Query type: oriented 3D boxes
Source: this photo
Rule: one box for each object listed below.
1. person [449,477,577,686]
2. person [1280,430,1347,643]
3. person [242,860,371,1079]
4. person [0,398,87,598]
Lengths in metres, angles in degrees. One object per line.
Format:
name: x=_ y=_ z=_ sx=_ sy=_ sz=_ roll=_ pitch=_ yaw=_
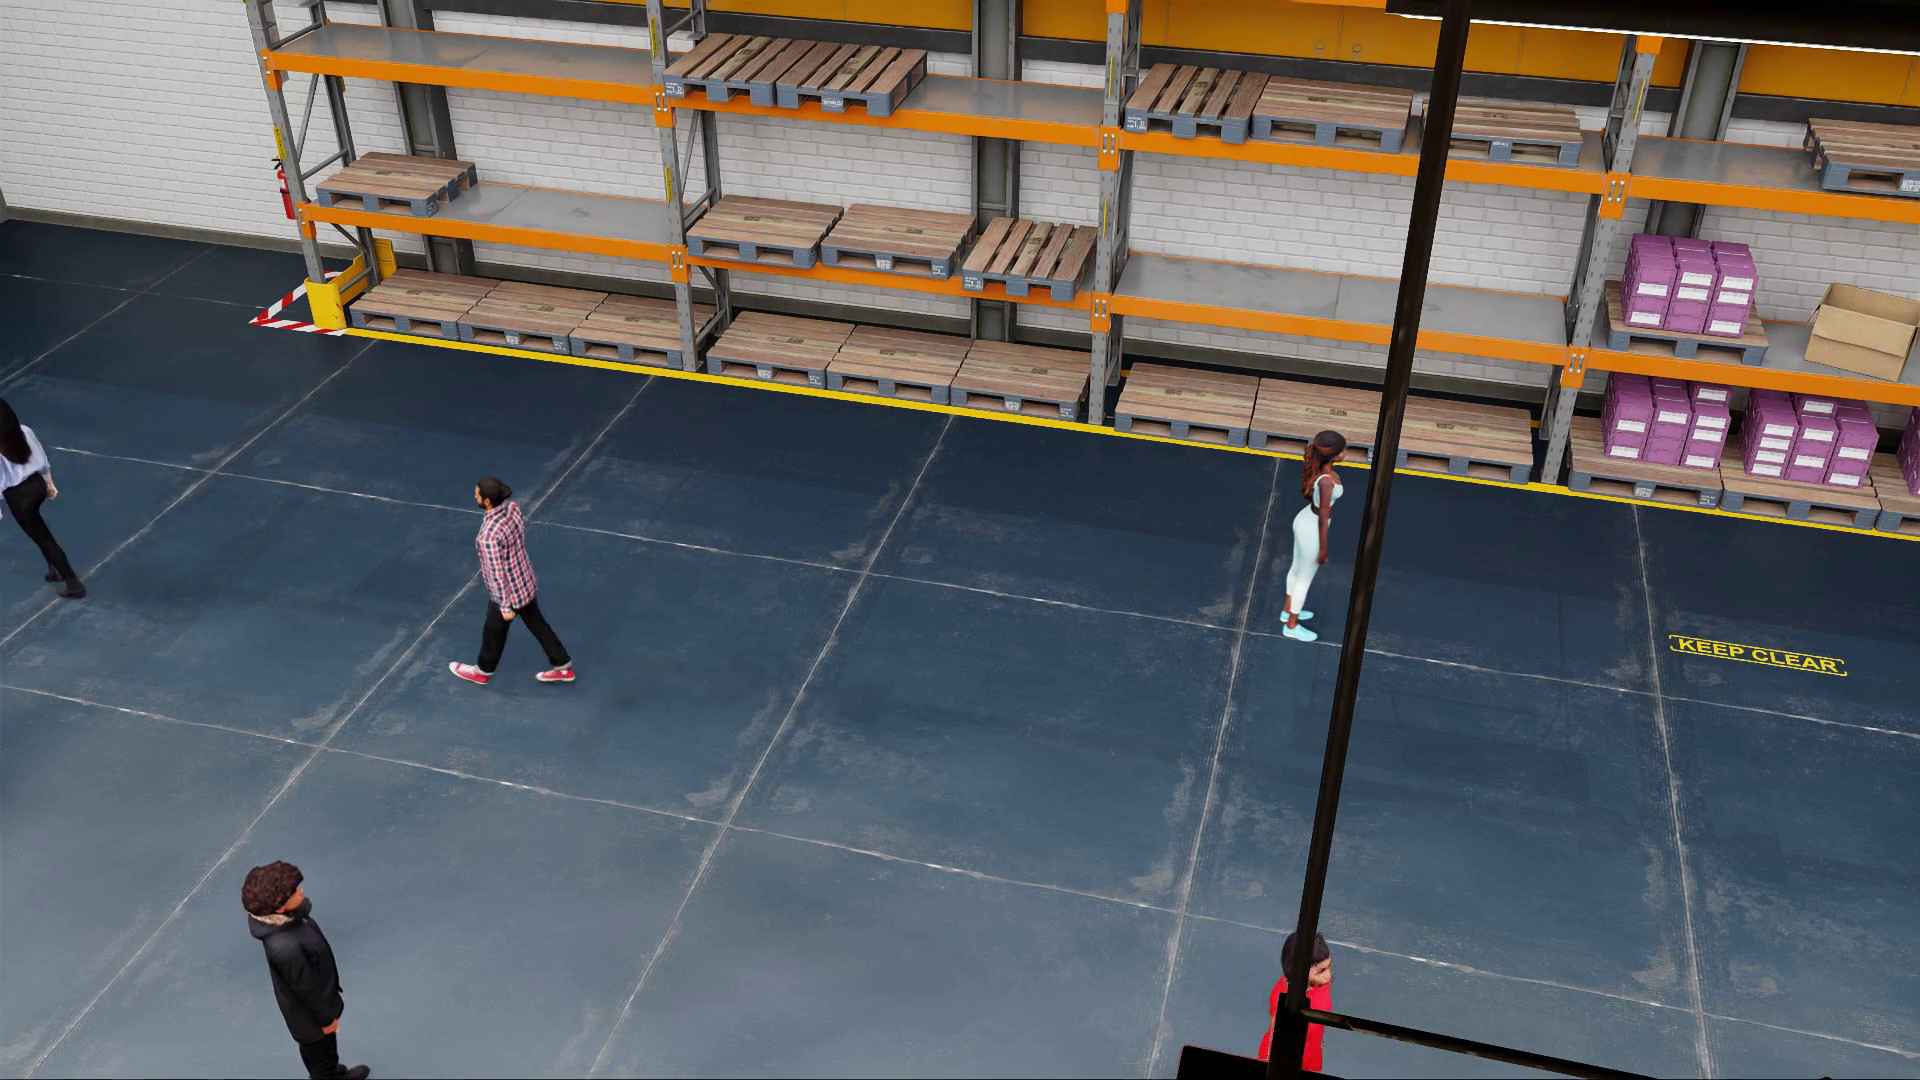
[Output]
person: x=-3.060 y=0.337 z=11.606 sx=1.129 sy=1.726 sz=0.776 roll=5 pitch=34 yaw=8
person: x=2.580 y=-0.050 z=12.190 sx=0.621 sy=1.724 sz=0.618 roll=-2 pitch=34 yaw=-3
person: x=-3.356 y=2.342 z=8.542 sx=0.785 sy=1.779 sz=0.722 roll=-18 pitch=38 yaw=-26
person: x=-6.948 y=-0.289 z=12.544 sx=0.697 sy=1.730 sz=0.678 roll=5 pitch=34 yaw=7
